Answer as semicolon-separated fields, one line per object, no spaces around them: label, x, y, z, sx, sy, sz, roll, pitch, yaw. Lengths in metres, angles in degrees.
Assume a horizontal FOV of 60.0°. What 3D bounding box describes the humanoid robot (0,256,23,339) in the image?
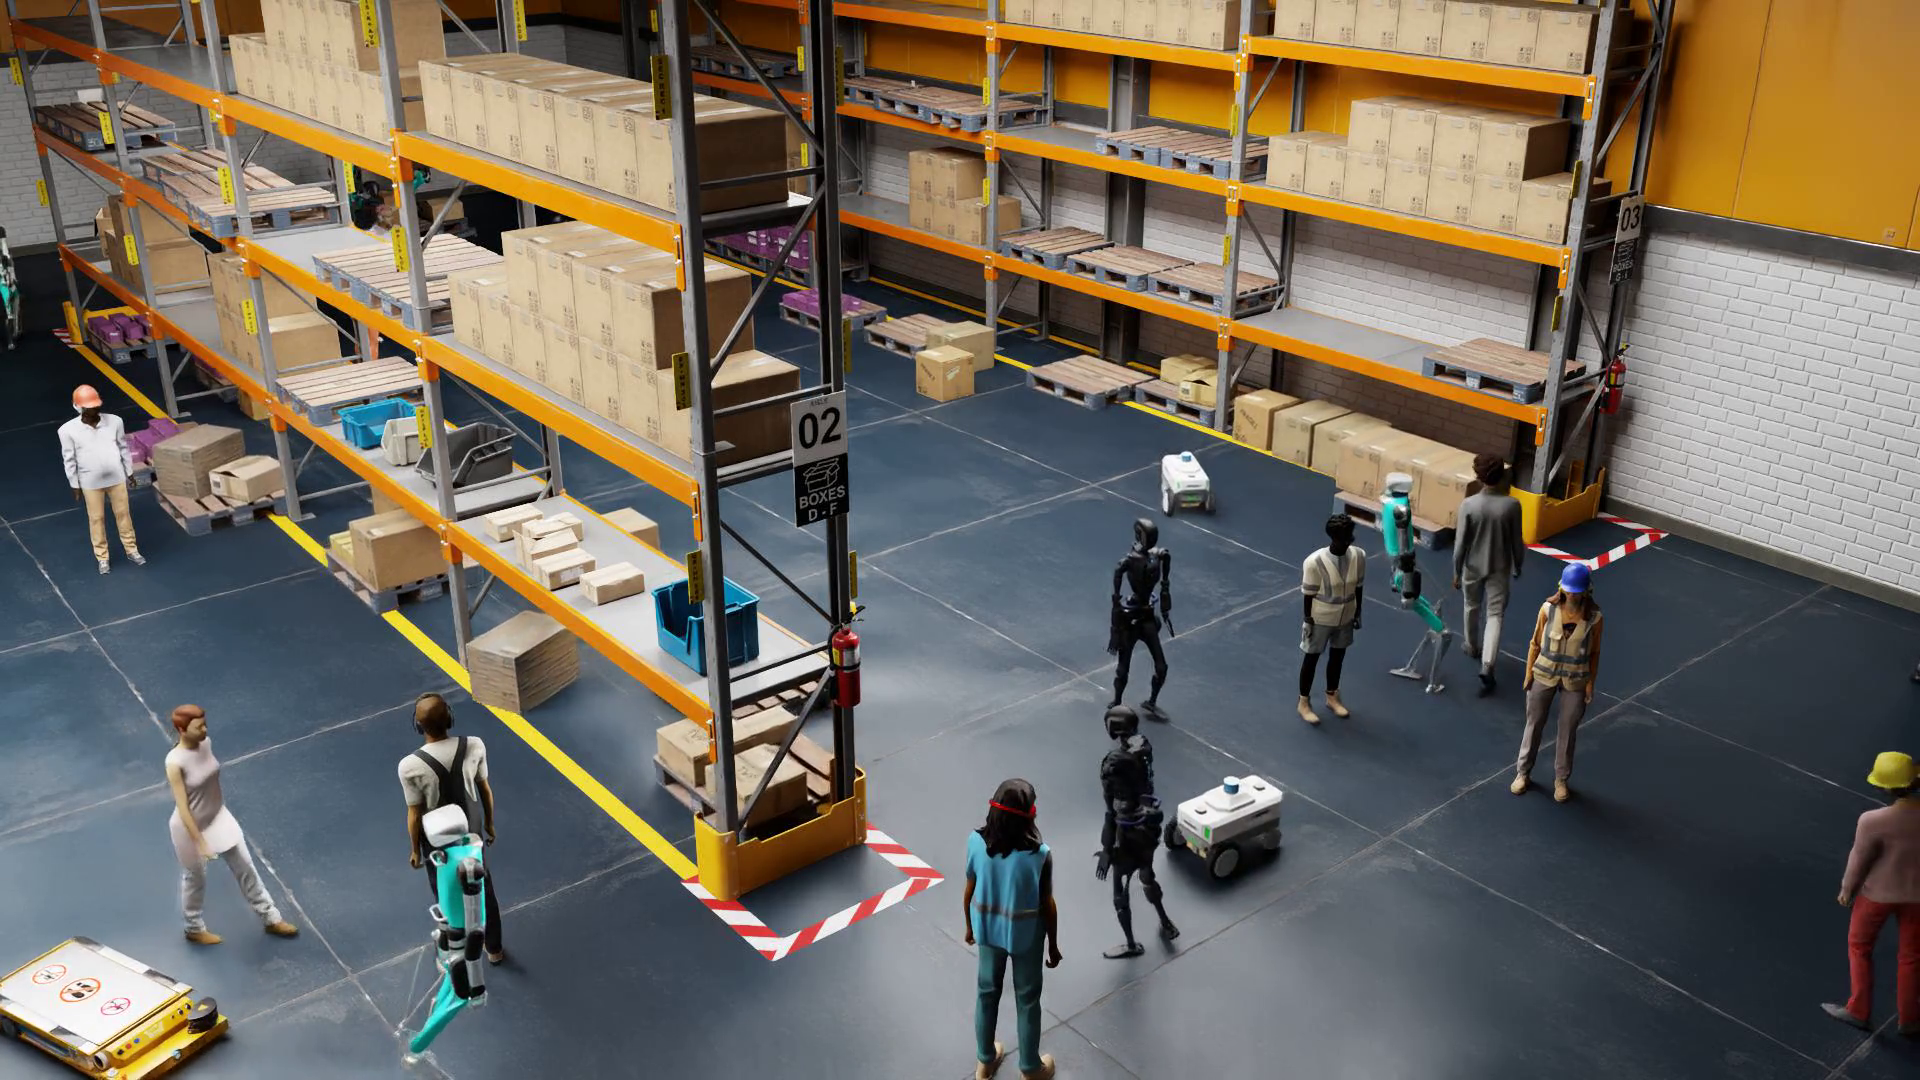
humanoid robot;-12.671;-3.427;21.752;0.576;1.774;0.893;-2;23;-5

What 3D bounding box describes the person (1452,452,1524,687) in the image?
person;4.179;0.213;13.163;0.557;1.868;0.894;6;24;14

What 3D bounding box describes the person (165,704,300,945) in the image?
person;-4.457;1.726;9.924;0.688;1.625;0.454;6;24;14

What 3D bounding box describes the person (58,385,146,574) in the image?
person;-7.775;-0.566;15.080;0.571;1.750;0.331;-20;30;-38

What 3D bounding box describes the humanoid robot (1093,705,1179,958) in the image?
humanoid robot;1.059;1.740;9.850;0.475;1.645;0.621;15;27;31

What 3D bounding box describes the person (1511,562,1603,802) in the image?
person;4.145;0.972;11.489;0.462;1.778;0.311;9;25;20

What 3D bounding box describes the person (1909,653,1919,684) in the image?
person;7.817;0.262;12.951;0.548;1.927;0.390;14;27;29

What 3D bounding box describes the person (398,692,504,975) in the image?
person;-2.953;1.721;9.674;0.513;1.842;0.327;-17;29;-35

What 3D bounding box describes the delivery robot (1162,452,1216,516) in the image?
delivery robot;2.254;-0.582;16.621;0.499;0.586;0.773;-2;23;-5

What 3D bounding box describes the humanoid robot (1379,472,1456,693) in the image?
humanoid robot;3.648;0.338;13.035;0.832;1.795;0.587;0;23;1

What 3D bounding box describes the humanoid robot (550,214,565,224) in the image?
humanoid robot;-5.313;-3.451;21.854;0.601;1.642;0.397;7;24;17

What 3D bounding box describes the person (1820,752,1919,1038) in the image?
person;5.257;1.974;9.238;0.698;1.719;0.379;2;23;5

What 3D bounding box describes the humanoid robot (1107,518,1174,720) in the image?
humanoid robot;1.340;0.601;12.474;0.588;1.647;0.476;-16;28;-33

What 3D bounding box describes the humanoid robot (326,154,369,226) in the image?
humanoid robot;-9.900;-5.748;27.177;0.556;1.830;0.890;2;23;4

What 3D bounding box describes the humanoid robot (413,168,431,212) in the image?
humanoid robot;-9.281;-6.106;28.063;0.759;1.896;0.540;12;26;26

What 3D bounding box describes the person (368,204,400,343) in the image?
person;-7.405;-3.425;21.551;0.878;1.876;0.648;11;26;25

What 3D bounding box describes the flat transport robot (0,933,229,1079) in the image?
flat transport robot;-4.921;2.671;9.458;1.431;0.231;0.659;13;26;27

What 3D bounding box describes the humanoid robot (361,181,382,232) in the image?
humanoid robot;-8.472;-4.324;23.915;0.441;1.658;0.591;-8;25;-19

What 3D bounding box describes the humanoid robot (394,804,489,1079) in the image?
humanoid robot;-2.748;2.304;8.606;0.720;1.908;0.551;-14;27;-29

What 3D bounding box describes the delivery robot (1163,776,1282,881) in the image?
delivery robot;1.759;1.861;10.994;0.805;0.612;0.499;-15;27;-31

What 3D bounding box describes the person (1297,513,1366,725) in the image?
person;2.789;0.579;12.505;0.533;1.693;0.320;-9;25;-19

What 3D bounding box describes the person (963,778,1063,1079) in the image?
person;0.264;2.097;8.773;0.541;1.864;0.371;9;25;21

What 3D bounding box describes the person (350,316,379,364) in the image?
person;-7.174;-2.722;20.073;0.497;1.759;0.341;14;27;30

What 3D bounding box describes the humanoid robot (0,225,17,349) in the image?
humanoid robot;-12.413;-3.269;21.378;0.543;1.802;0.698;-13;26;-27

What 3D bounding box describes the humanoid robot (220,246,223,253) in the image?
humanoid robot;-11.323;-5.013;25.540;0.601;1.634;0.788;12;26;25
